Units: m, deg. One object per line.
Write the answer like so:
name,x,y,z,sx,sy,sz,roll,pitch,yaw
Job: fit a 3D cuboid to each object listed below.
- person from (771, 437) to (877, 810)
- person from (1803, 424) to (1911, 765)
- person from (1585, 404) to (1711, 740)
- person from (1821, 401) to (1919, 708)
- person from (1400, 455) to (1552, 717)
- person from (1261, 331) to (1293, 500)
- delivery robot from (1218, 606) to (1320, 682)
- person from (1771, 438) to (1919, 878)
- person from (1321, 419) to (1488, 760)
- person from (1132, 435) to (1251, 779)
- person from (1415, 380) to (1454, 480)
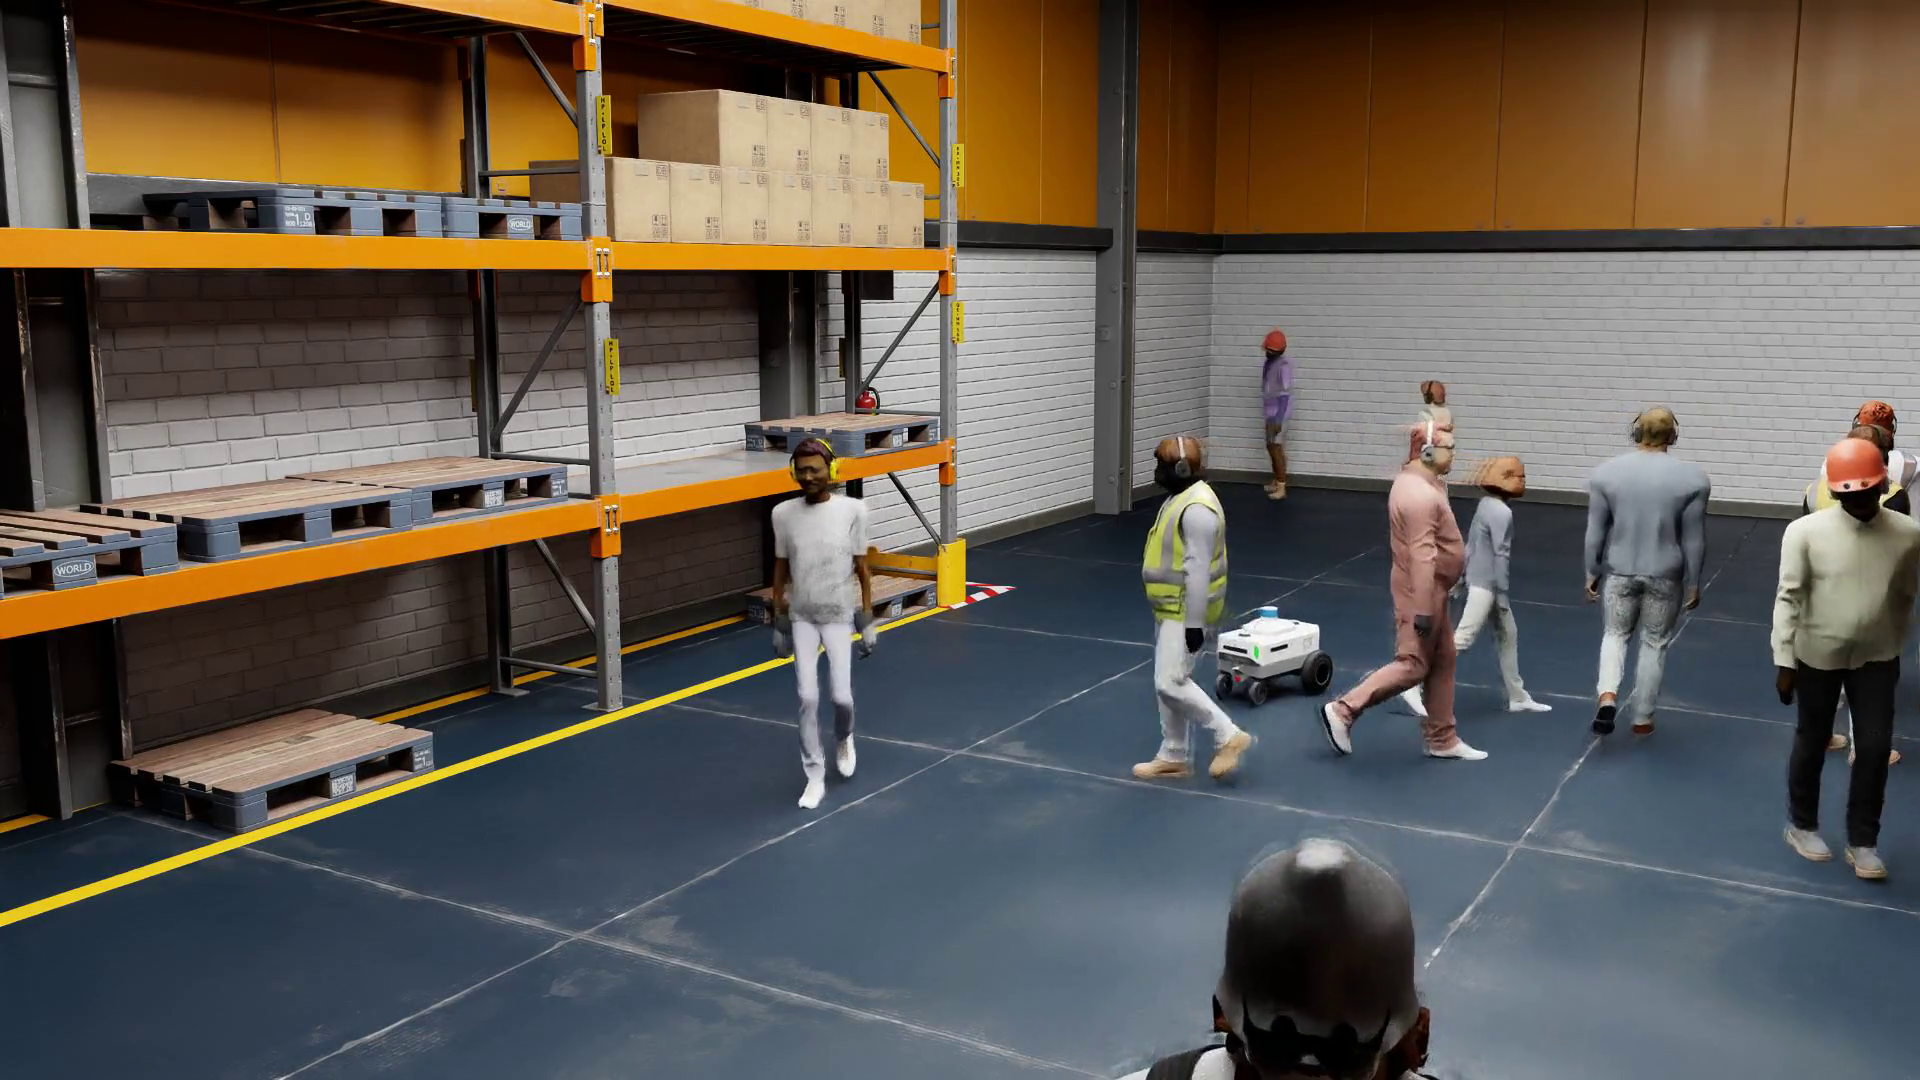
person,-0.684,0.398,8.355,0.540,1.842,0.535,1,9,6
person,4.875,0.292,9.024,0.429,1.844,0.627,-3,10,-21
person,3.827,0.203,9.319,0.639,1.922,0.534,6,11,31
person,5.496,0.097,10.110,0.575,1.883,0.355,2,9,10
person,3.094,0.272,9.957,0.901,1.586,0.507,1,9,8
person,3.693,-1.475,19.596,0.479,1.989,0.792,-1,9,-9
delivery robot,1.935,0.661,10.425,0.707,0.478,0.477,-9,13,-43
person,3.872,0.511,7.311,0.636,1.943,0.734,1,9,9
person,2.429,0.283,8.969,0.835,1.879,0.653,2,9,13
person,1.186,0.367,8.606,0.497,1.822,0.647,0,9,-2
person,4.510,-0.725,16.021,0.537,1.633,0.397,-6,11,-33
